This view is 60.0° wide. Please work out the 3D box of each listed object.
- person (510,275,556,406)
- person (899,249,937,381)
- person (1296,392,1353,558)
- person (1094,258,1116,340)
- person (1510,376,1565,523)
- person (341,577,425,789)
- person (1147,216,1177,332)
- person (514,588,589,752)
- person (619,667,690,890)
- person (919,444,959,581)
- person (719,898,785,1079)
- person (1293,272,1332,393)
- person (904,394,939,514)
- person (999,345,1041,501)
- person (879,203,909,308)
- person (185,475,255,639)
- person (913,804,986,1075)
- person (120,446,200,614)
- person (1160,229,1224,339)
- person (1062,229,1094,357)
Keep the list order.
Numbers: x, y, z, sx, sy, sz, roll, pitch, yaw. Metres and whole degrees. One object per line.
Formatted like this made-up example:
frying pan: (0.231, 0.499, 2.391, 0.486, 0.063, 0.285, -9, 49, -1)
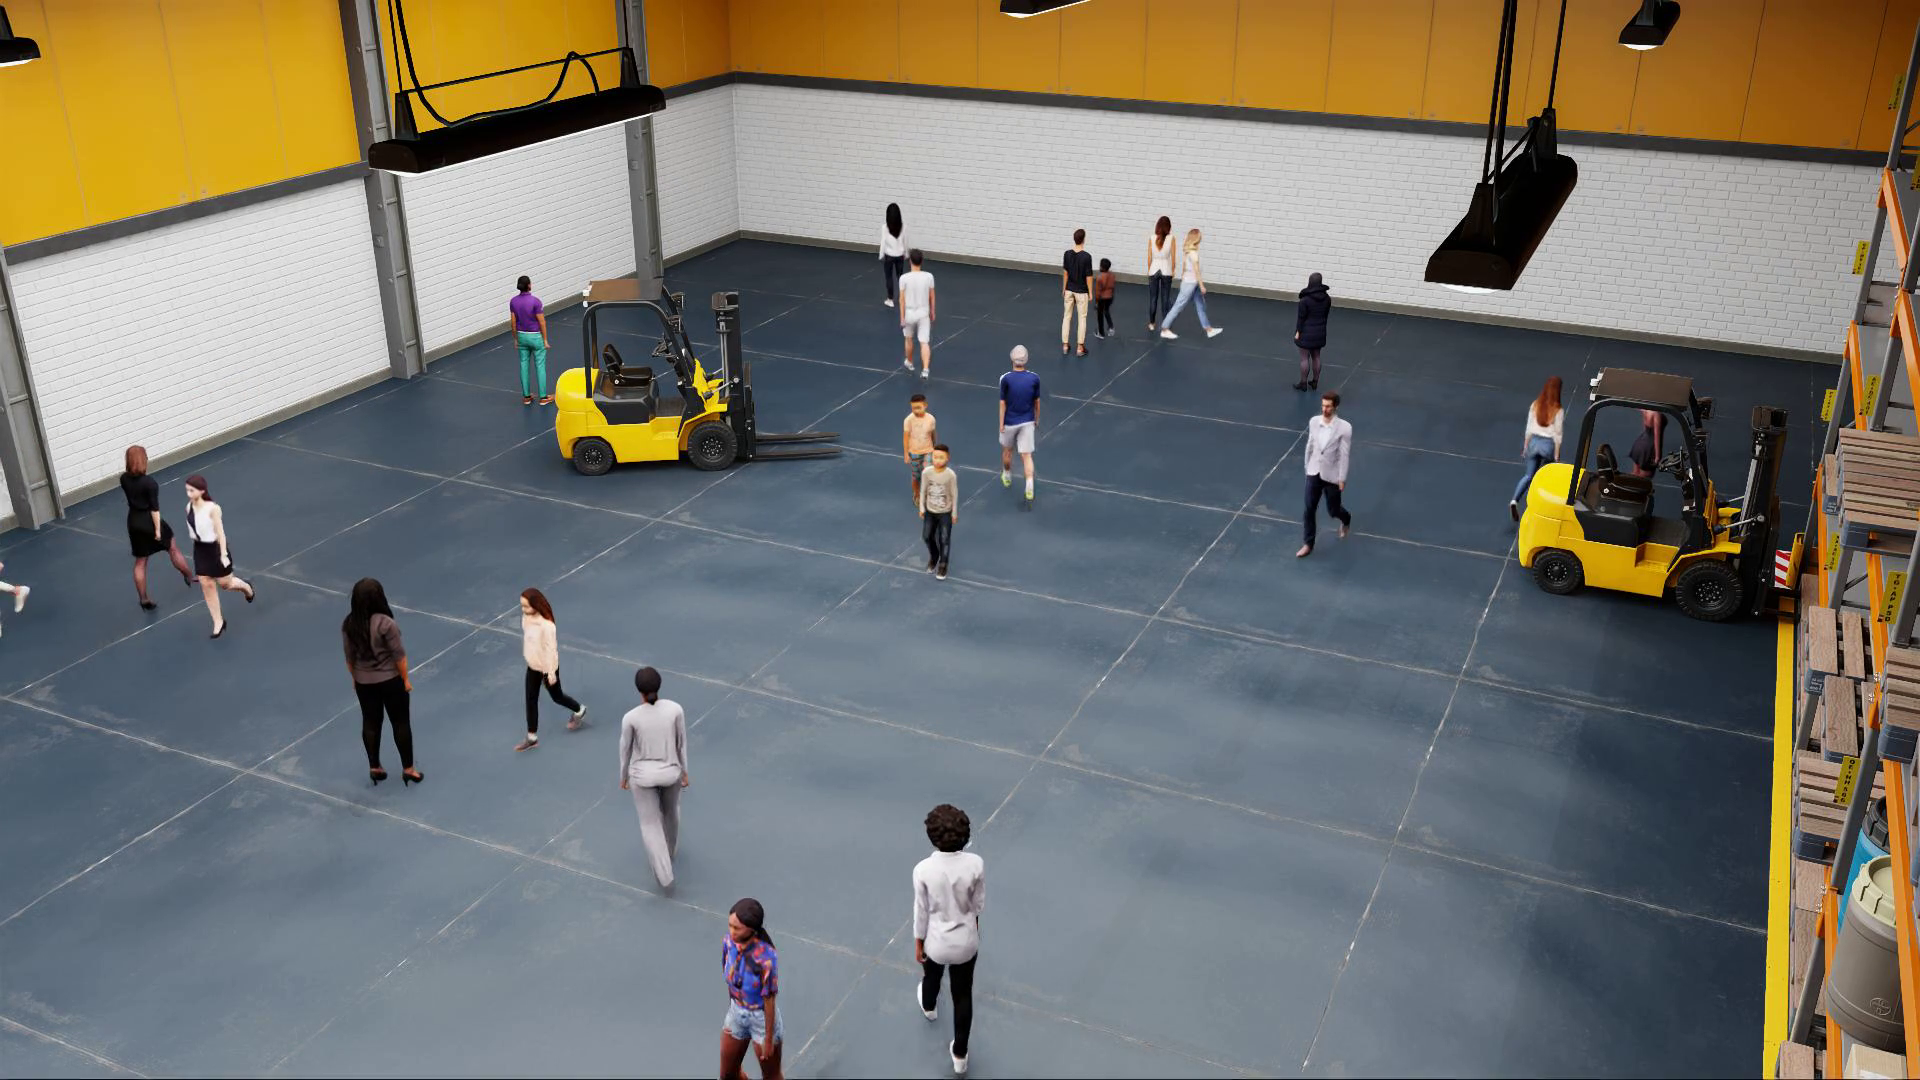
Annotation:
person: (-5.791, -2.701, 22.404, 0.692, 1.768, 0.654, 4, 24, 8)
person: (-0.580, -3.111, 23.285, 1.191, 1.813, 1.322, -6, 24, -12)
person: (3.960, -0.725, 17.806, 0.855, 1.830, 1.106, 19, 30, 37)
person: (2.228, -3.649, 25.225, 0.679, 1.246, 0.733, -14, 27, -29)
person: (6.444, -0.976, 18.536, 1.060, 1.705, 0.801, -21, 31, -40)
person: (-4.697, 1.163, 13.474, 0.720, 1.840, 0.694, 3, 24, 7)
person: (3.087, -4.100, 25.582, 0.636, 1.786, 0.605, 4, 24, 9)
person: (-3.496, 1.064, 14.184, 0.696, 1.453, 1.028, 16, 28, 33)
person: (-2.233, 1.765, 12.256, 1.017, 1.713, 1.075, -9, 25, -19)
person: (-0.201, -0.328, 17.361, 0.622, 1.460, 0.625, 5, 24, 11)
person: (-1.144, 2.813, 9.833, 0.628, 1.735, 0.618, 14, 27, 30)
person: (4.850, -2.883, 22.936, 0.791, 1.675, 0.863, -11, 26, -23)
person: (-0.440, -1.015, 18.966, 0.842, 1.433, 1.063, -3, 24, -6)
person: (0.704, -1.309, 19.186, 1.084, 1.795, 1.282, -3, 24, -8)
person: (-1.040, -4.576, 26.780, 0.725, 1.699, 0.803, -13, 27, -28)
person: (-7.183, 0.124, 16.111, 0.667, 1.633, 0.931, 6, 24, 13)
person: (-0.044, 2.534, 10.425, 0.980, 1.771, 1.128, -3, 24, -7)
person: (-8.137, -0.075, 16.520, 0.736, 1.669, 1.054, 5, 24, 12)
person: (3.371, -3.790, 25.040, 1.062, 1.652, 1.221, 0, 24, 1)
person: (1.716, -3.647, 24.462, 0.633, 1.854, 0.545, 12, 26, 26)
